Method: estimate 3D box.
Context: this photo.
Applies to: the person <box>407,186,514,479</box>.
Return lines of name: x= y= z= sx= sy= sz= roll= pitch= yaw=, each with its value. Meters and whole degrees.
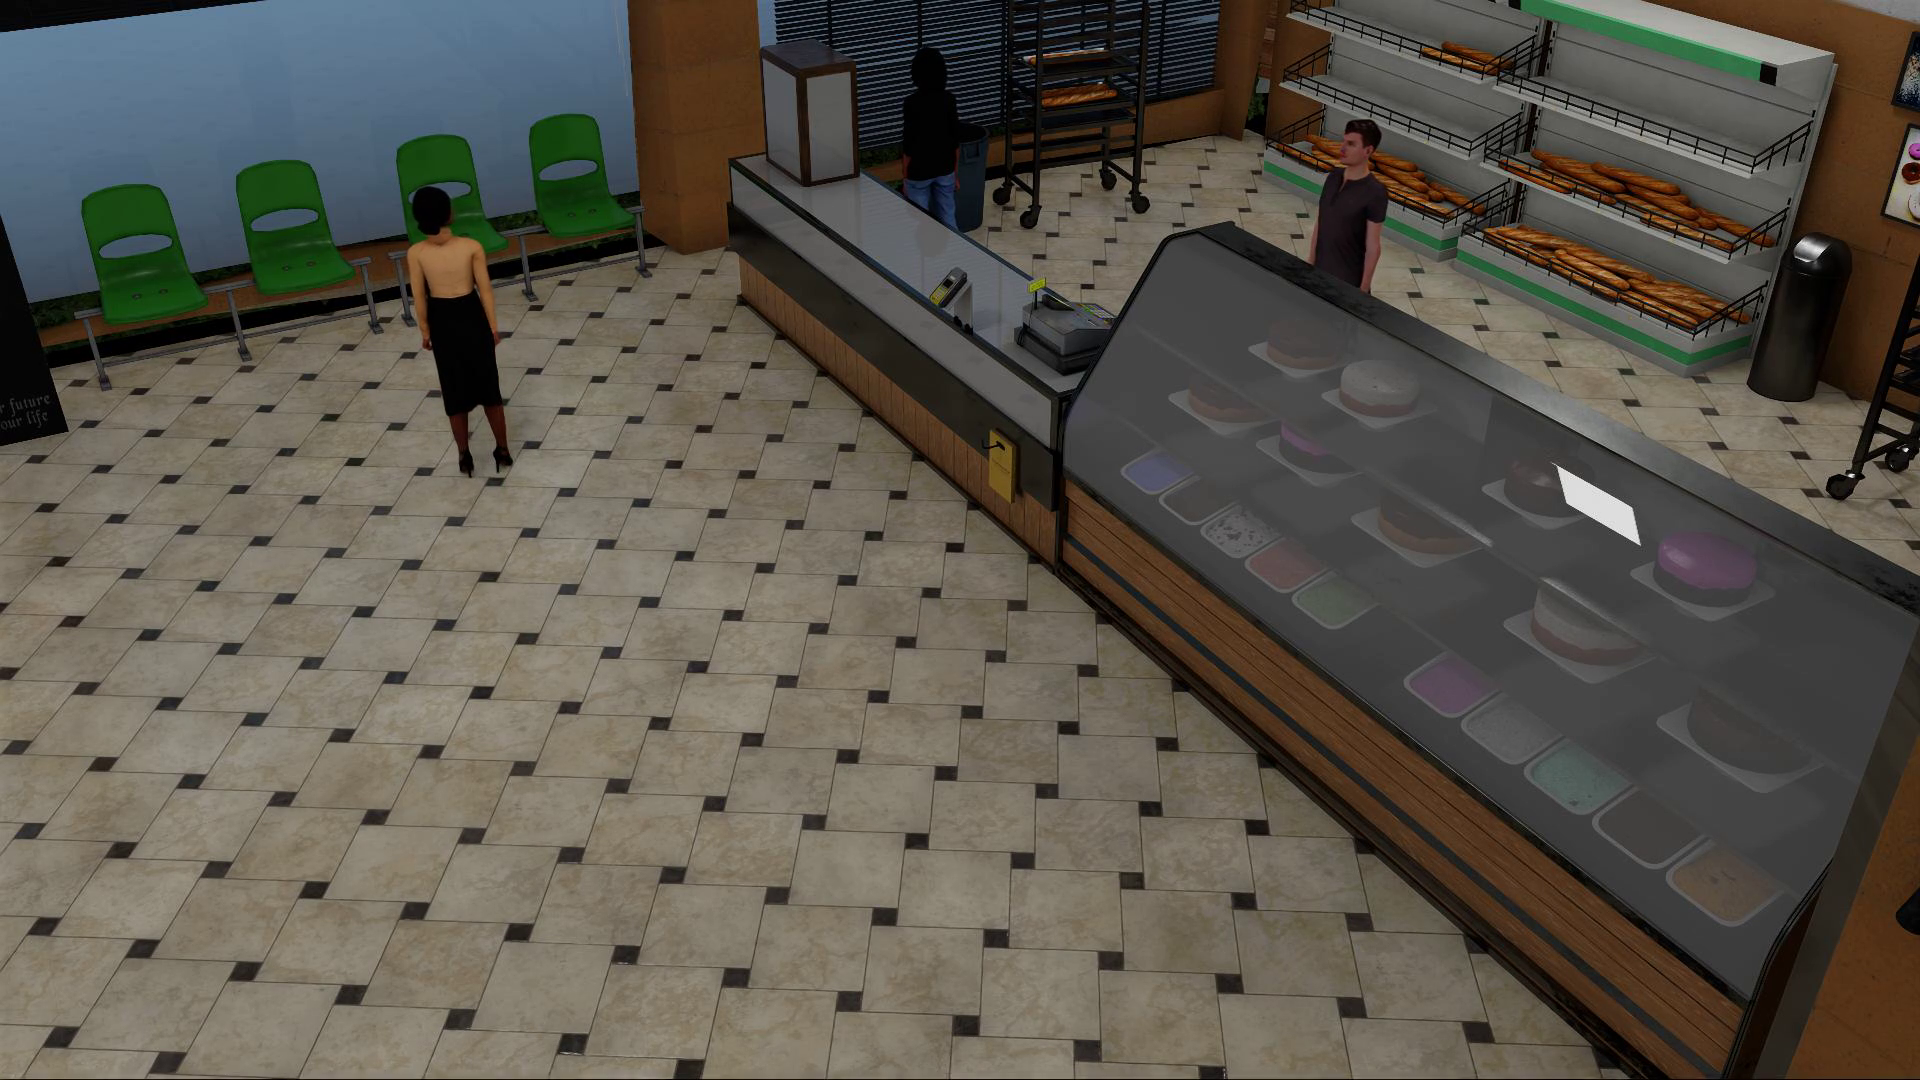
person: x=-2.693 y=-1.105 z=8.957 sx=0.563 sy=1.653 sz=0.682 roll=-7 pitch=33 yaw=-12

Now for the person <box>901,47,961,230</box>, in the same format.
person: x=-0.200 y=-2.403 z=10.997 sx=0.514 sy=1.701 sz=0.662 roll=-12 pitch=34 yaw=-18

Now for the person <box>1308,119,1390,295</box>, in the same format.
person: x=2.142 y=-1.455 z=9.330 sx=0.525 sy=1.853 sz=0.641 roll=-17 pitch=36 yaw=-25
